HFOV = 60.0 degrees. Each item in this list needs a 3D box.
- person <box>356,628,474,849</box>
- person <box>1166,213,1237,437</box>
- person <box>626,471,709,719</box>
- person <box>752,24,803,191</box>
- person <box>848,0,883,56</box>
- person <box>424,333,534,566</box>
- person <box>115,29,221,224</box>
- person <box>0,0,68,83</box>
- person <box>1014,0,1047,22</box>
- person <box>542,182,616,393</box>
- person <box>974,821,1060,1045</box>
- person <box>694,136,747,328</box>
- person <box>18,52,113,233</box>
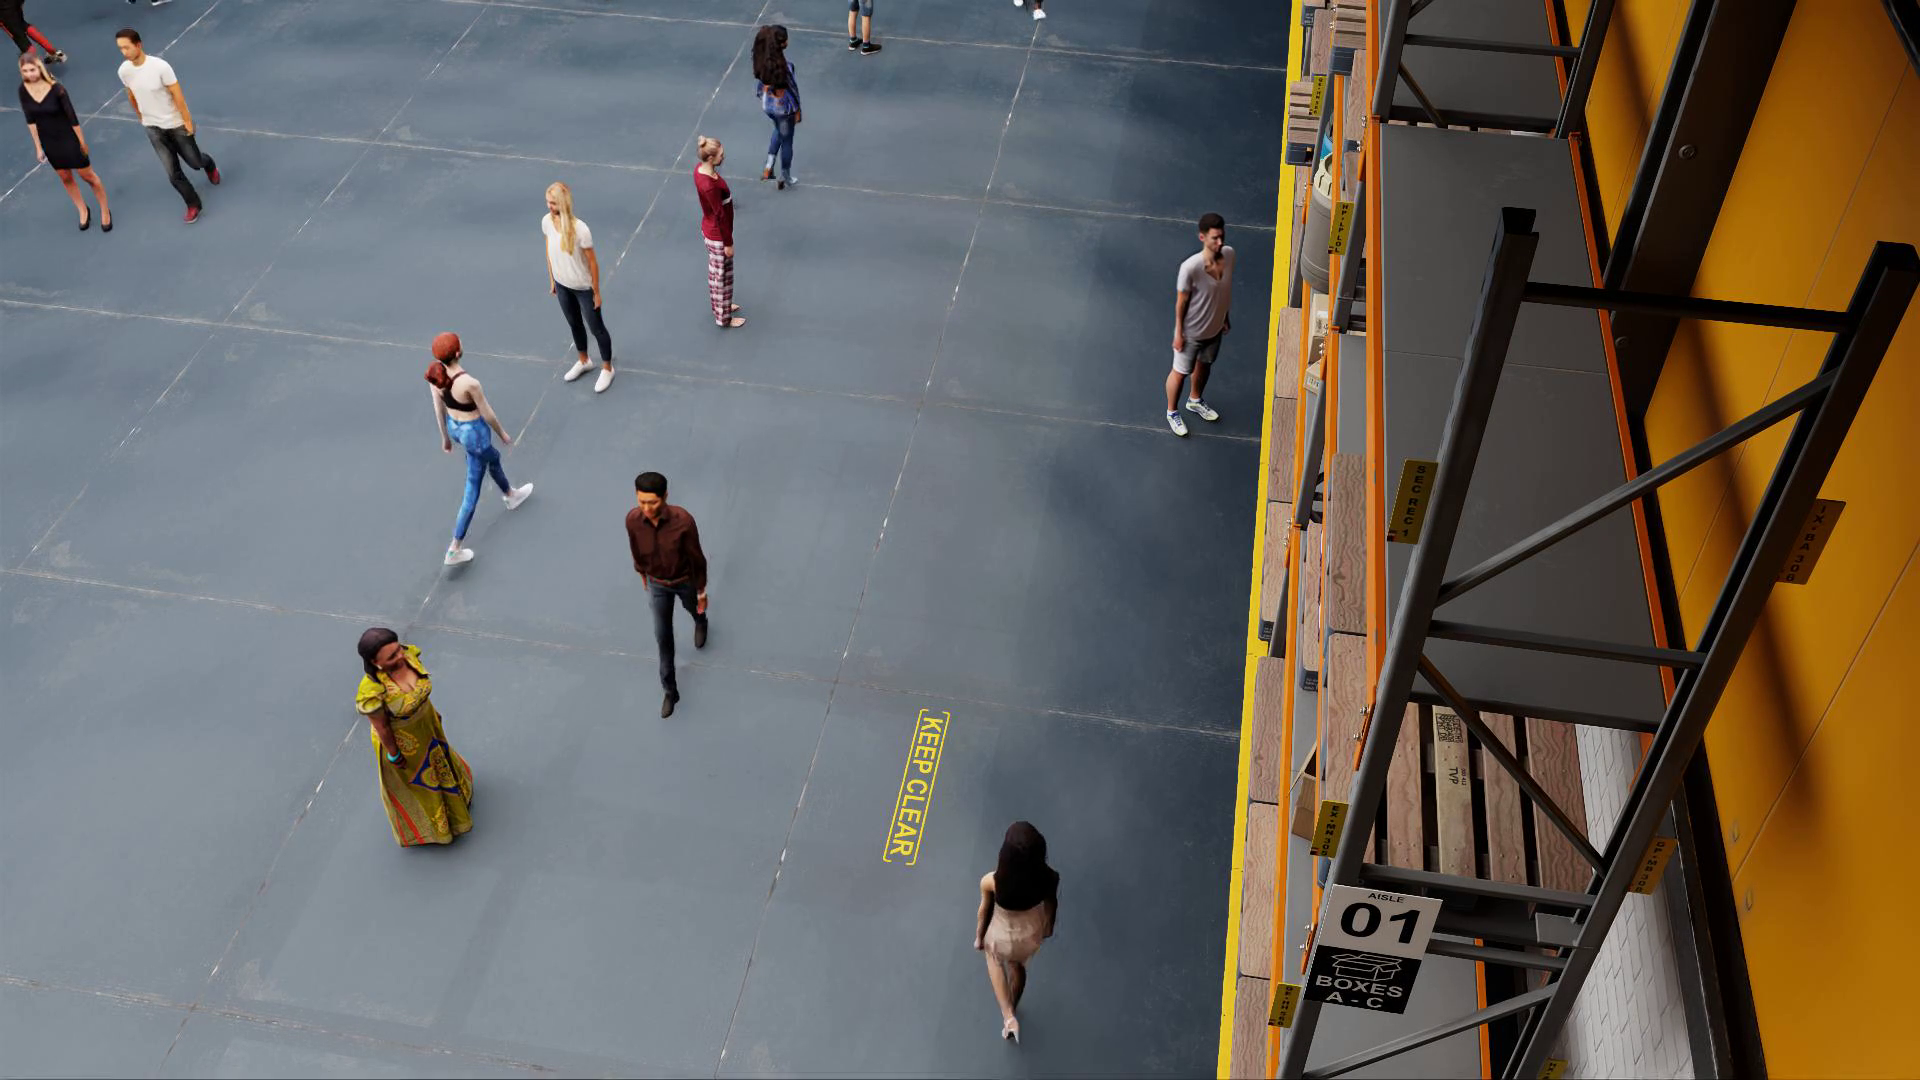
[{"bbox_3d":[-3.217,1.115,9.700,0.920,1.659,0.715,10,45,10],"label":"person"},{"bbox_3d":[1.802,-1.635,12.438,0.747,1.852,0.807,-26,49,-24],"label":"person"},{"bbox_3d":[-1.798,0.204,10.591,0.768,1.738,1.192,1,44,1],"label":"person"},{"bbox_3d":[-1.678,-3.857,14.946,0.758,1.611,0.796,31,52,28],"label":"person"},{"bbox_3d":[-1.027,-5.687,16.982,0.624,1.451,0.660,32,52,29],"label":"person"},{"bbox_3d":[-3.403,-0.604,11.447,0.836,1.738,1.291,20,47,20],"label":"person"},{"bbox_3d":[-6.971,-3.713,14.681,0.796,1.779,1.014,-3,44,-3],"label":"person"},{"bbox_3d":[-9.344,-5.285,16.319,0.894,1.786,0.581,10,45,10],"label":"person"},{"bbox_3d":[0.681,-6.419,17.578,0.910,1.690,1.219,-7,44,-8],"label":"person"},{"bbox_3d":[-2.943,-1.958,12.809,0.665,1.808,0.605,21,47,20],"label":"person"},{"bbox_3d":[0.289,2.109,8.605,0.692,1.720,0.756,-6,44,-6],"label":"person"},{"bbox_3d":[-1.965,-2.506,13.456,0.743,1.710,0.616,-14,45,-15],"label":"person"},{"bbox_3d":[-7.832,-3.473,14.497,0.600,1.674,0.548,-2,44,-2],"label":"person"}]
